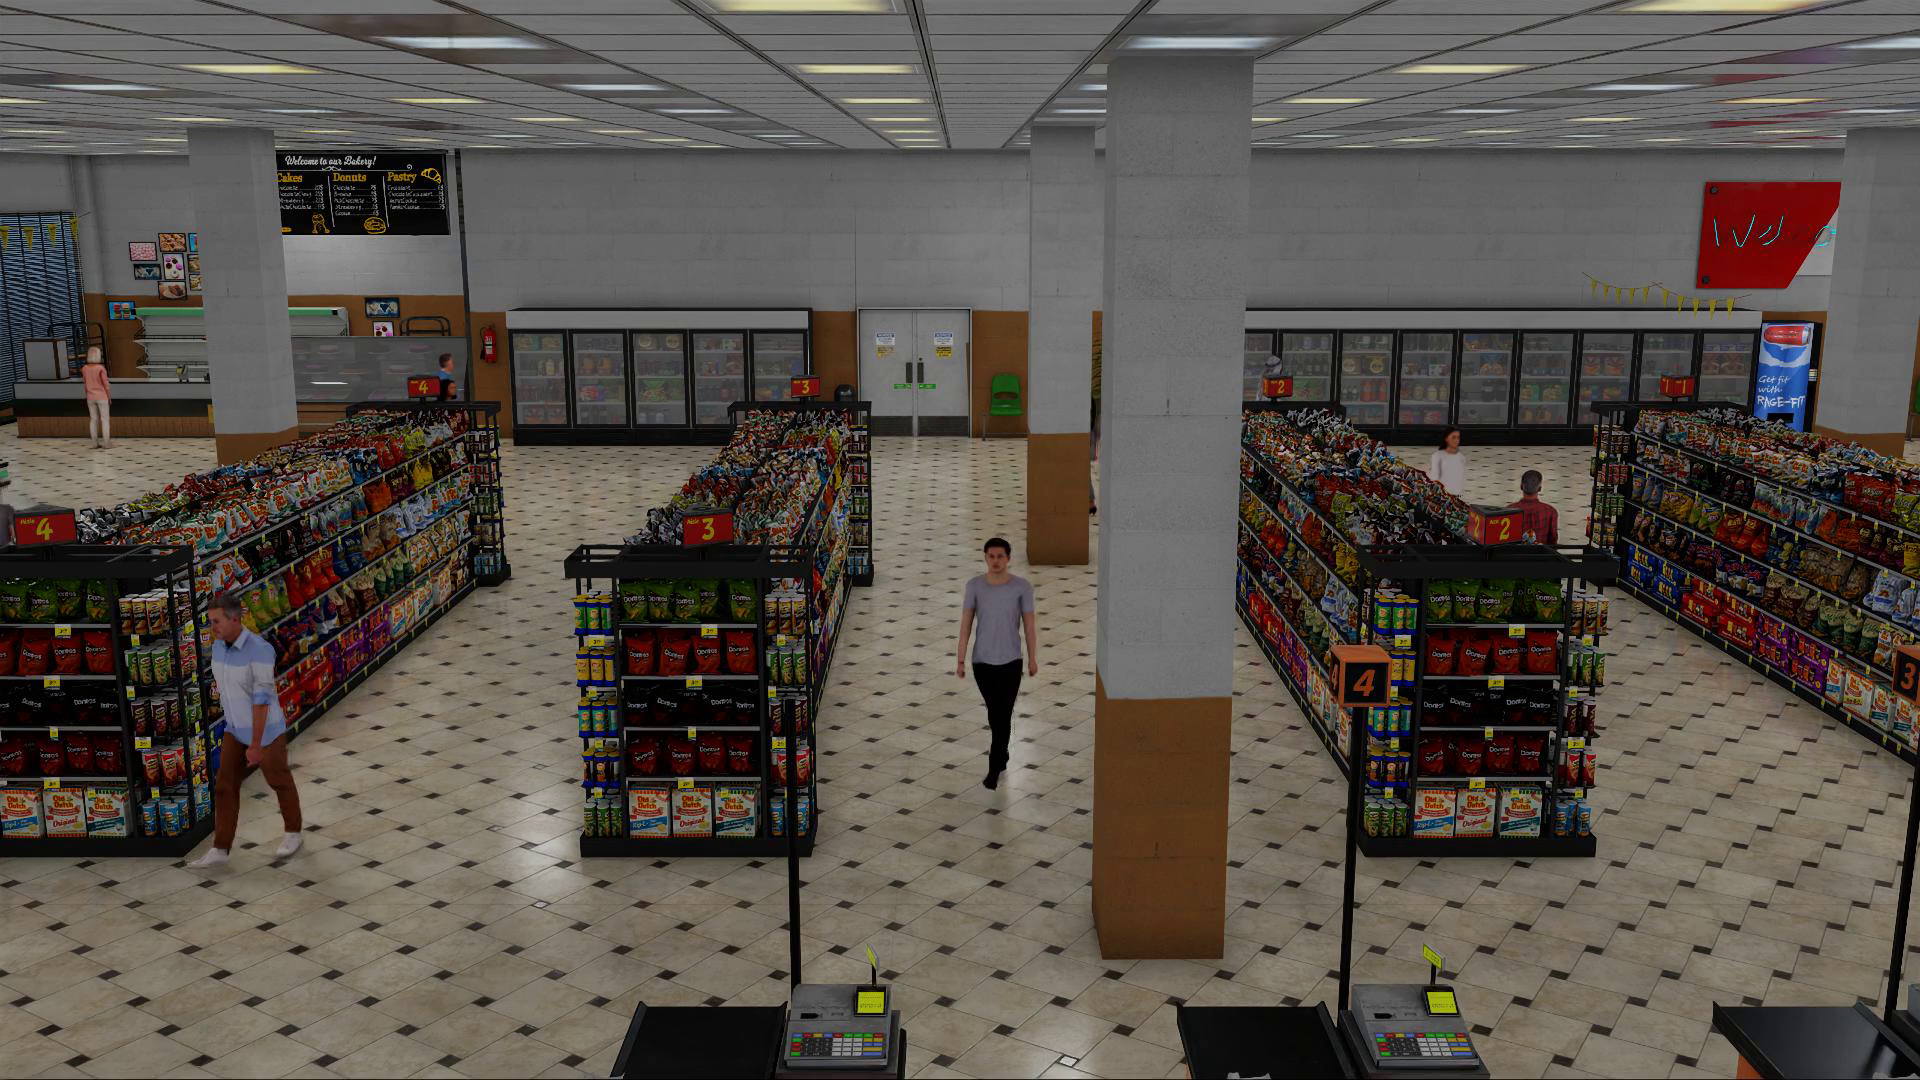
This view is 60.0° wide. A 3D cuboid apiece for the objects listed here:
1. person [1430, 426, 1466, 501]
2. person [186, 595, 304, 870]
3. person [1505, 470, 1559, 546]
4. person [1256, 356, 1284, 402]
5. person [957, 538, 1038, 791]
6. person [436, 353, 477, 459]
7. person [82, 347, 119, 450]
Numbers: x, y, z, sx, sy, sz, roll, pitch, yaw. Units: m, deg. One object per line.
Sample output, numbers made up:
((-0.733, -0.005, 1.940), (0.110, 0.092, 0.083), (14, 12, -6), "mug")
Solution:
((5.500, -0.458, 19.049), (0.723, 1.656, 1.052), (-2, 12, -11), "person")
((-4.539, 1.210, 10.822), (0.946, 1.783, 1.120), (4, 12, 17), "person")
((5.159, 0.268, 15.182), (0.736, 1.829, 0.624), (2, 12, 12), "person")
((4.506, -1.736, 24.558), (1.199, 1.888, 1.285), (-7, 14, -31), "person")
((0.296, 0.888, 12.256), (0.908, 1.821, 1.280), (3, 12, 13), "person")
((-8.146, -2.010, 26.102), (1.061, 1.789, 1.036), (-9, 15, -36), "person")
((-14.600, -2.409, 28.151), (0.628, 1.724, 0.555), (2, 12, 7), "person")
